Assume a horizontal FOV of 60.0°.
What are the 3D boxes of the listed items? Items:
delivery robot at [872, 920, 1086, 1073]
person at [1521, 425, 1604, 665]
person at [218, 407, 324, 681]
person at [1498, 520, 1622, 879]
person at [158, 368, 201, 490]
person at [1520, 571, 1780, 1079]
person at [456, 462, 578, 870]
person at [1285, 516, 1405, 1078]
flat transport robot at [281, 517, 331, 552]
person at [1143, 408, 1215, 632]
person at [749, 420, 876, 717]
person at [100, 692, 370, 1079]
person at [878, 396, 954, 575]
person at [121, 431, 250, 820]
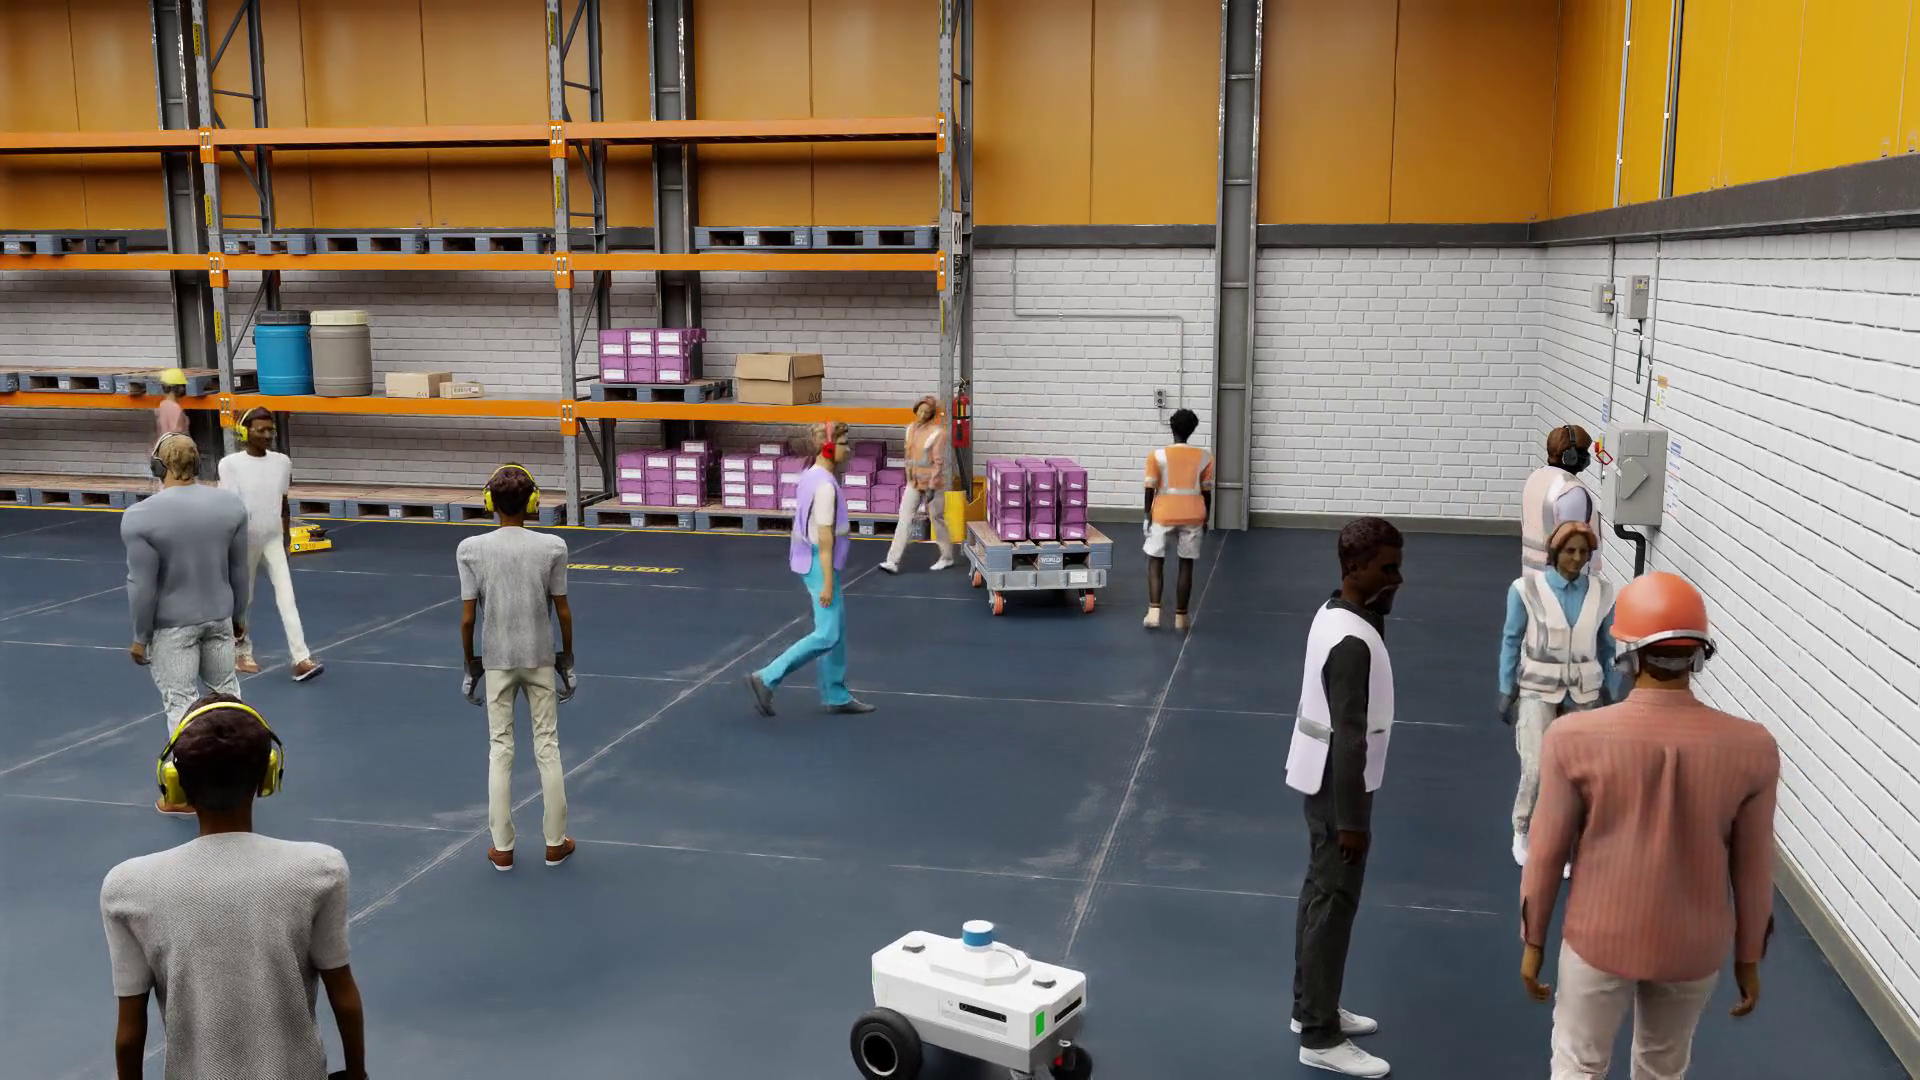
[{"bbox_3d":[0.061,1.525,5.592,0.707,0.478,0.477,6,11,32],"label":"delivery robot"},{"bbox_3d":[3.459,0.256,9.581,0.429,1.844,0.624,-1,10,-6],"label":"person"},{"bbox_3d":[-4.597,0.035,10.964,0.519,1.817,0.992,-9,13,-44],"label":"person"},{"bbox_3d":[2.696,0.717,7.467,0.539,1.626,0.371,0,10,0],"label":"person"},{"bbox_3d":[-7.675,-0.818,16.272,0.811,1.734,0.539,-8,12,-39],"label":"person"},{"bbox_3d":[1.822,1.060,4.432,0.634,1.972,0.813,2,10,9],"label":"person"},{"bbox_3d":[-2.014,0.577,7.595,0.518,1.872,0.326,-2,10,-13],"label":"person"},{"bbox_3d":[1.319,0.865,5.755,0.386,1.914,0.590,2,10,9],"label":"person"},{"bbox_3d":[-6.701,-0.067,16.131,0.652,0.197,1.431,-8,13,-41],"label":"flat transport robot"},{"bbox_3d":[1.646,-0.148,12.489,0.548,1.671,0.419,0,10,-2],"label":"person"},{"bbox_3d":[-0.894,0.190,10.016,0.702,1.830,0.572,-2,10,-11],"label":"person"},{"bbox_3d":[-1.548,1.244,3.628,0.528,1.876,0.323,-3,10,-19],"label":"person"},{"bbox_3d":[-0.342,-0.476,14.650,0.534,1.579,0.844,9,13,41],"label":"person"},{"bbox_3d":[-3.845,0.423,8.305,0.372,1.940,0.631,7,12,34],"label":"person"}]
